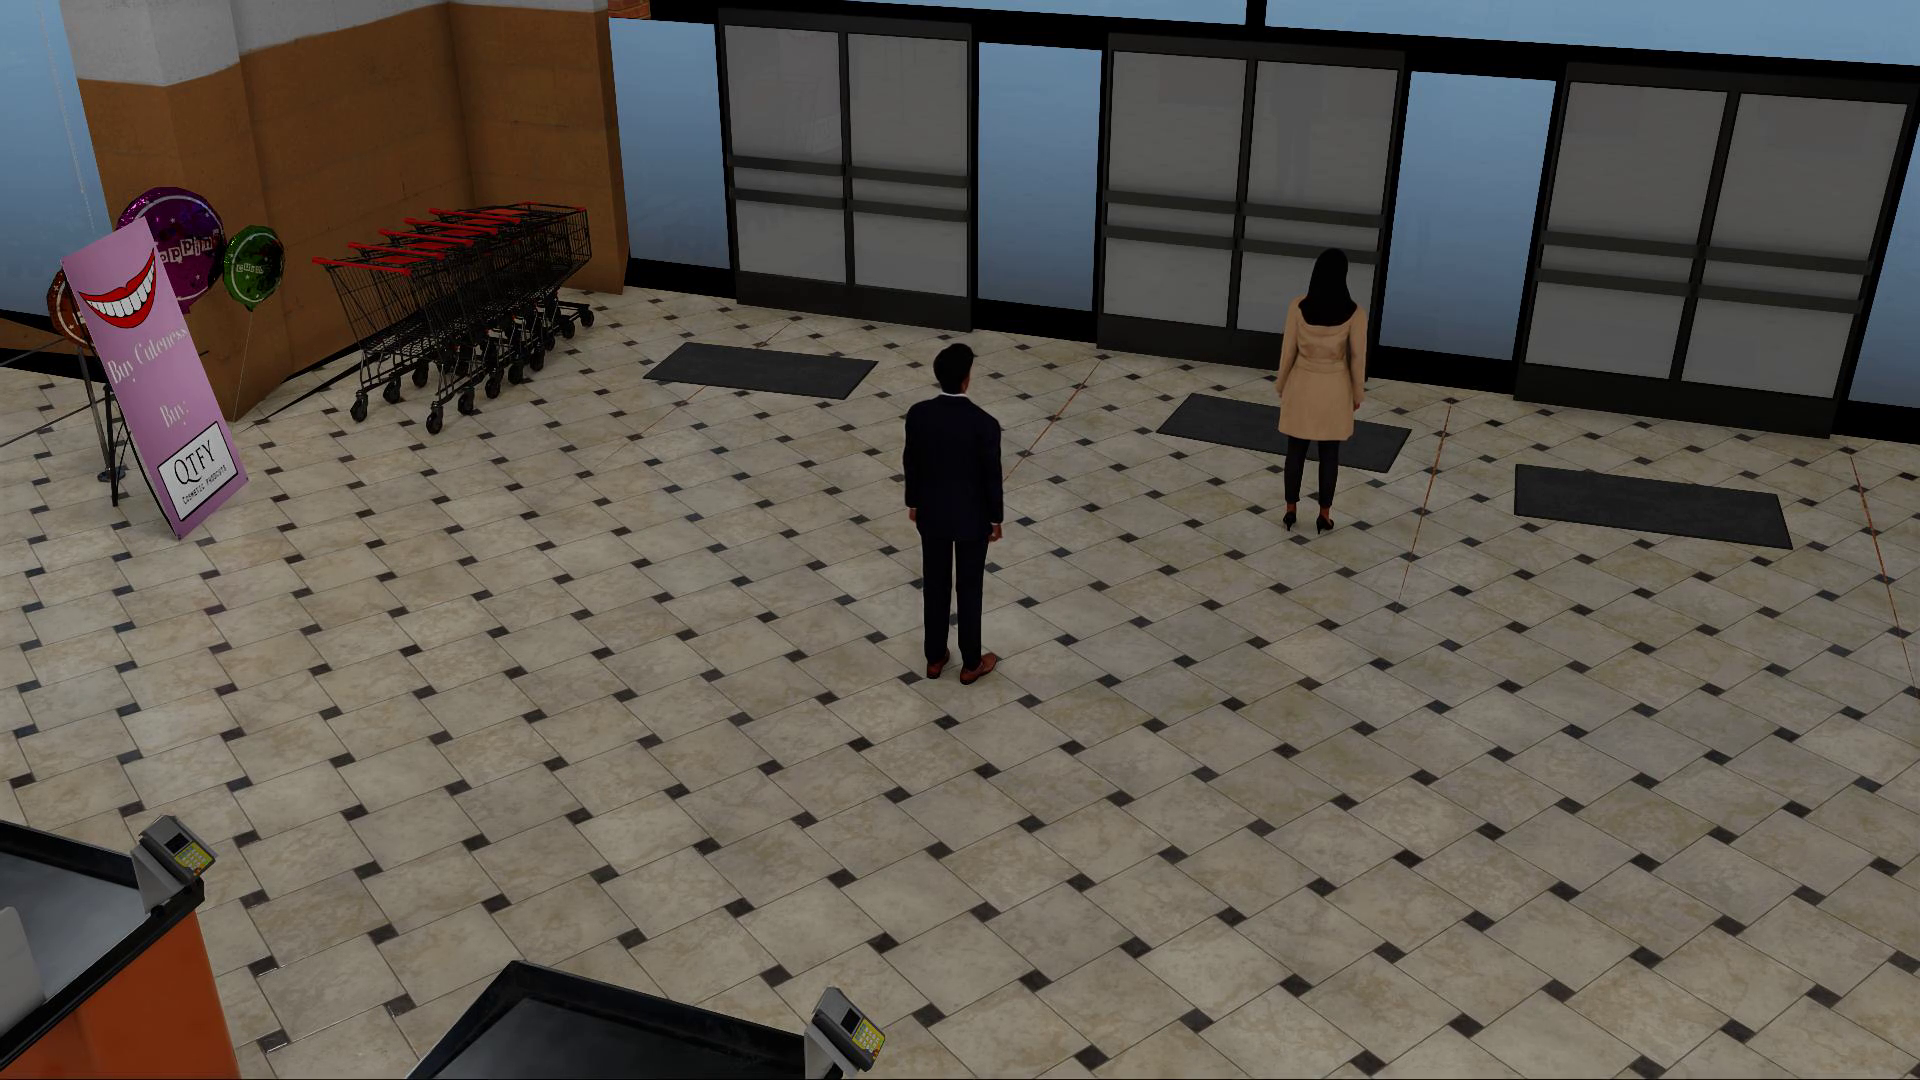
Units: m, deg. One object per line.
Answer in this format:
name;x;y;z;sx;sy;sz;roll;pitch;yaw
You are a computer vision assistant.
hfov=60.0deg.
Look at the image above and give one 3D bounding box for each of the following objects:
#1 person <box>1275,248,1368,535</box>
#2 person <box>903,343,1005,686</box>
person;2.027;-0.828;9.410;0.646;1.681;0.502;9;28;17
person;-0.036;-0.109;7.946;0.633;1.723;0.500;9;28;17
